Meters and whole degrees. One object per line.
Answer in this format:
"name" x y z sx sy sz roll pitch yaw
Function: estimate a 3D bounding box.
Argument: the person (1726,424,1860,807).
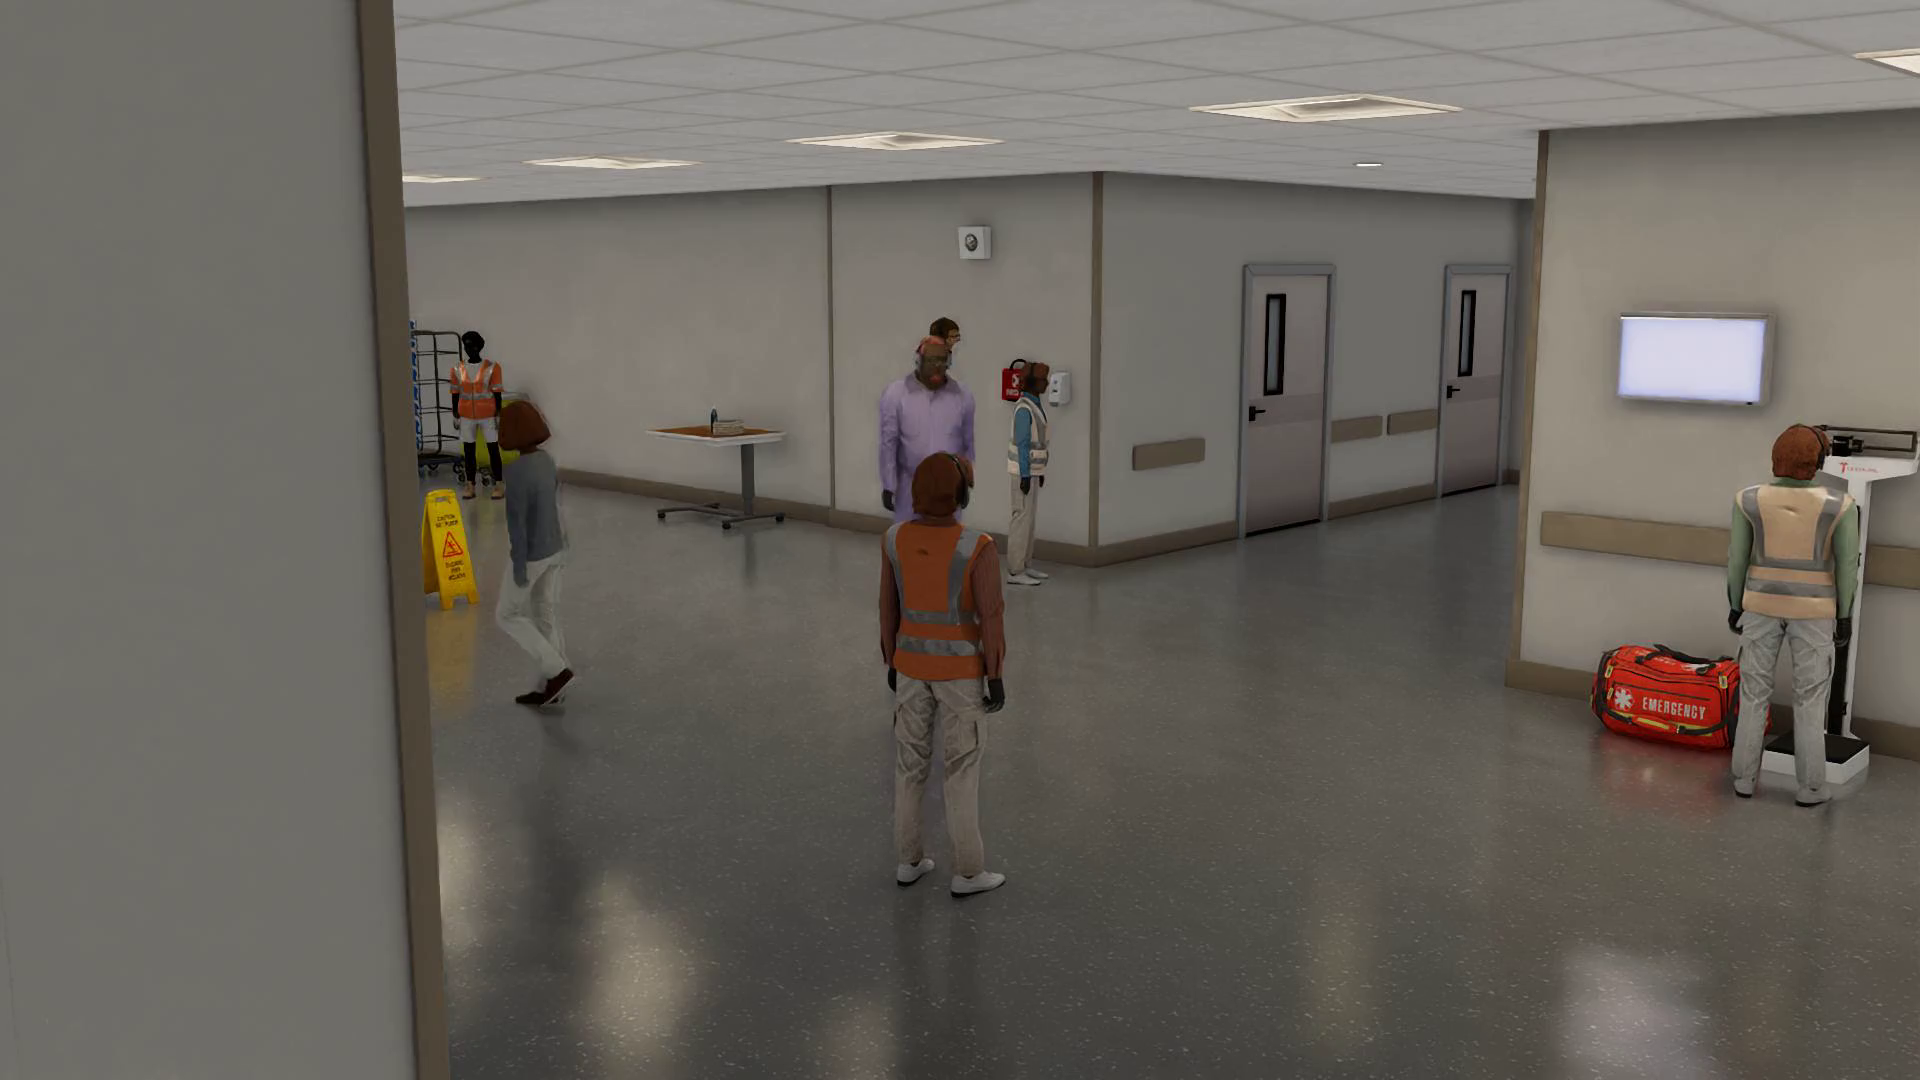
"person" 3.560 0.324 7.147 0.513 1.642 0.311 7 12 36

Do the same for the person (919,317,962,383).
"person" -0.156 -0.724 12.664 0.353 1.937 0.635 1 9 6

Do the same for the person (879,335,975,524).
"person" -0.220 -0.397 10.838 0.639 1.881 0.766 -1 9 -8

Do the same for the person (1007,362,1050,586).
"person" 0.501 -0.485 12.147 0.319 1.628 0.508 2 9 12

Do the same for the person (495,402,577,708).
"person" -2.222 0.092 8.653 0.369 1.621 0.506 2 10 13

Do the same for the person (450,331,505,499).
"person" -4.808 -1.238 16.584 0.536 1.690 0.322 0 9 0

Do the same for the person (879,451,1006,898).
"person" -0.065 0.495 6.112 0.522 1.637 0.306 6 11 32
